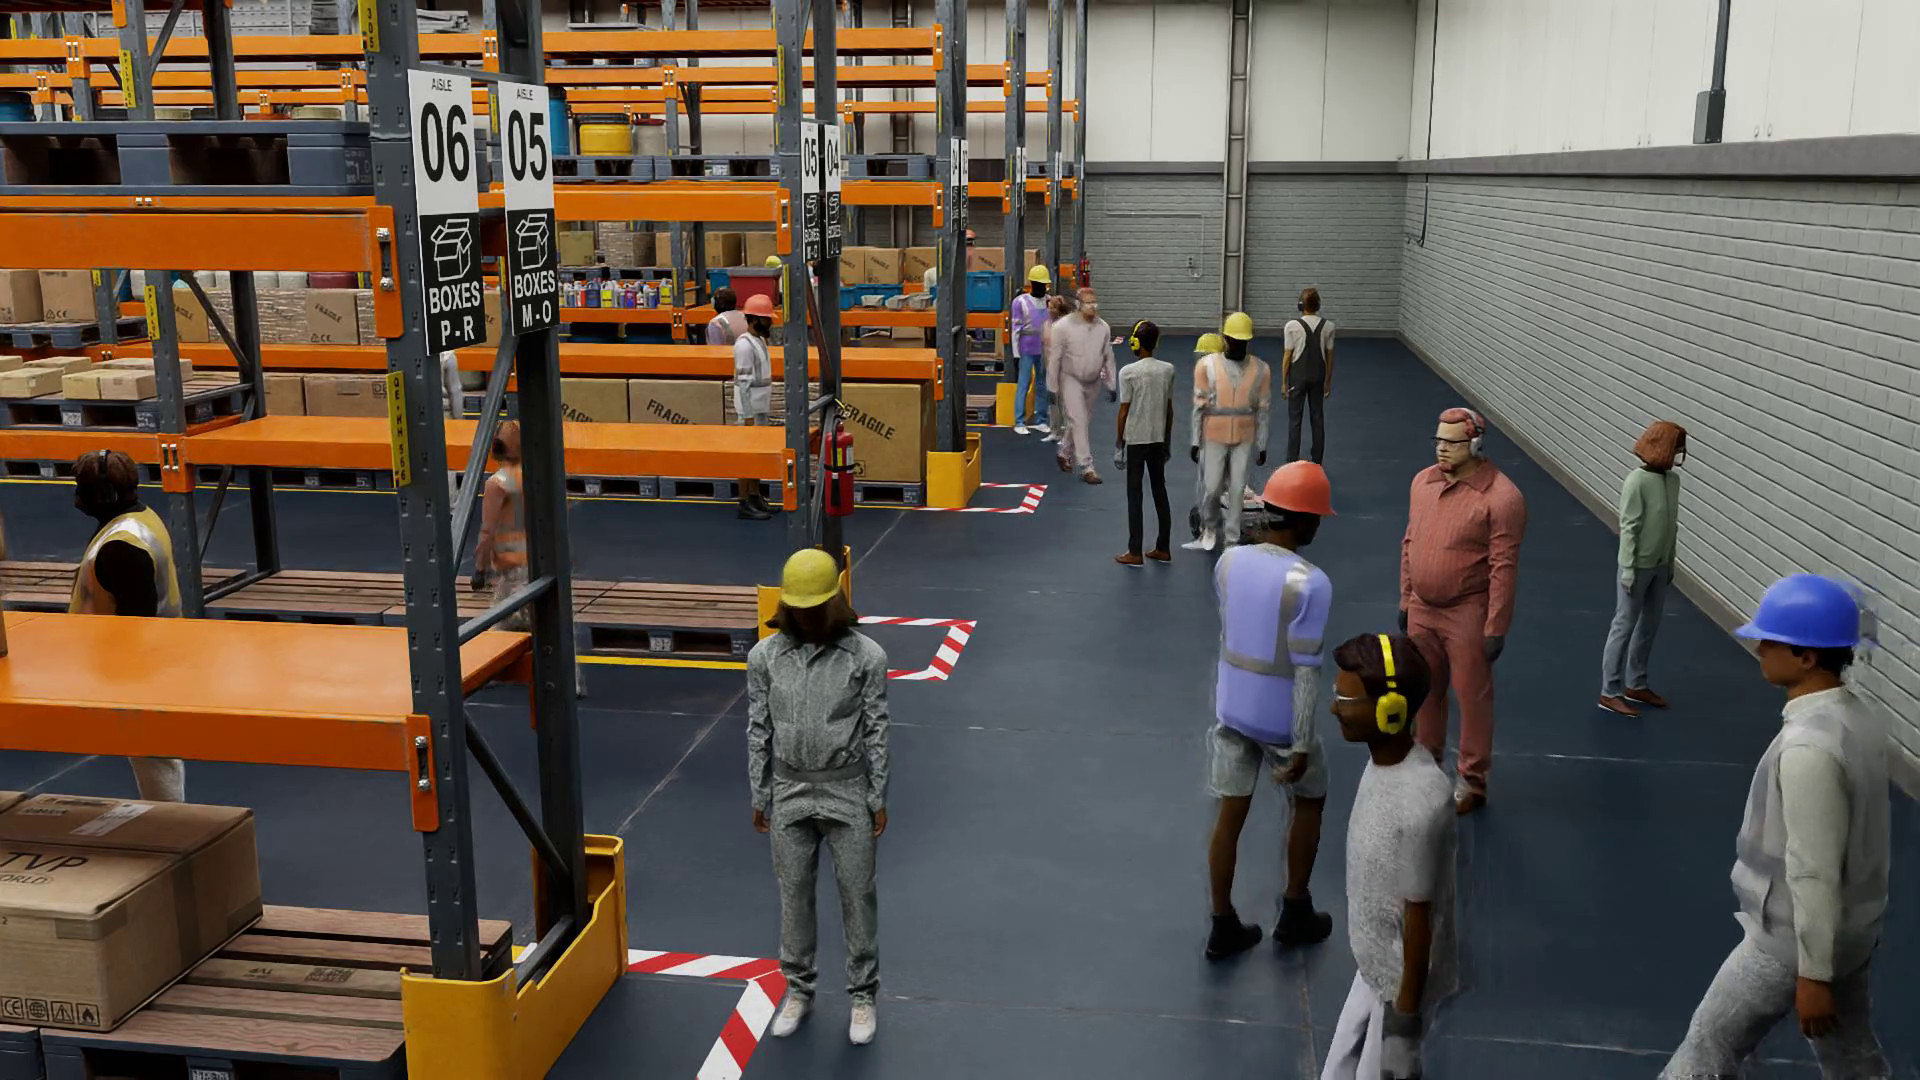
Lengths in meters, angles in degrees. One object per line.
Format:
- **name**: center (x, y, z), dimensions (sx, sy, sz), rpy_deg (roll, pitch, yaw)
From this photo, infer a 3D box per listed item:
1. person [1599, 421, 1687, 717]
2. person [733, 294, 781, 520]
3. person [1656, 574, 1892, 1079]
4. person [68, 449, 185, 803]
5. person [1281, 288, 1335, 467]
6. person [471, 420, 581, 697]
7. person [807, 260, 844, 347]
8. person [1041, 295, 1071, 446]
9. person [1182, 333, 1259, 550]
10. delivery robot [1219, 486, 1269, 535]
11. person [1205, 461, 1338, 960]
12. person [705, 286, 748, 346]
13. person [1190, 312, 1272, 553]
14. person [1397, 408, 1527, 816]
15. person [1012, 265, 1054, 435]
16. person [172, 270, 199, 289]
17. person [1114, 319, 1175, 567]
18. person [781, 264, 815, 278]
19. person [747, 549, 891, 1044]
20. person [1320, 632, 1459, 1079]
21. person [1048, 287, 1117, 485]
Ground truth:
- **person**: center (3.776, 0.152, 9.142), dimensions (0.503, 1.628, 0.279), rpy_deg (-9, 16, -36)
- **person**: center (-1.735, -1.138, 14.276), dimensions (0.385, 1.929, 0.547), rpy_deg (2, 13, 11)
- **person**: center (2.201, 1.019, 4.570), dimensions (0.991, 1.897, 0.649), rpy_deg (10, 16, 37)
- **person**: center (-3.457, 0.529, 6.937), dimensions (0.429, 1.843, 0.627), rpy_deg (-5, 13, -21)
- **person**: center (3.400, -1.547, 16.327), dimensions (0.505, 1.839, 0.341), rpy_deg (-1, 13, -6)
- **person**: center (-2.532, 0.119, 9.341), dimensions (0.856, 1.586, 0.536), rpy_deg (2, 13, 9)
- **person**: center (-1.833, -2.812, 22.021), dimensions (0.636, 1.840, 0.429), rpy_deg (-8, 15, -31)
- **person**: center (1.080, -1.856, 18.190), dimensions (0.317, 1.632, 0.525), rpy_deg (-10, 16, -38)
- **person**: center (2.071, -0.760, 13.029), dimensions (0.562, 1.719, 0.514), rpy_deg (5, 13, 20)
- **delivery robot**: center (2.195, -0.278, 13.298), dimensions (0.477, 0.478, 0.707), rpy_deg (-3, 13, -14)
- **person**: center (1.202, 0.640, 6.297), dimensions (0.717, 1.905, 0.563), rpy_deg (-12, 17, -43)
- **person**: center (-2.315, -1.596, 16.530), dimensions (0.429, 1.842, 0.634), rpy_deg (7, 14, 27)
- **person**: center (2.066, -0.781, 12.688), dimensions (0.605, 1.912, 0.418), rpy_deg (0, 12, -1)
- **person**: center (2.275, 0.329, 7.719), dimensions (0.398, 1.901, 0.649), rpy_deg (-8, 15, -31)
- **person**: center (0.868, -2.147, 18.863), dimensions (0.593, 1.917, 0.400), rpy_deg (-6, 14, -25)
- **person**: center (-9.326, -2.443, 20.133), dimensions (0.376, 1.940, 0.629), rpy_deg (-4, 13, -17)
- **person**: center (1.395, -0.727, 12.582), dimensions (0.513, 1.860, 0.328), rpy_deg (-7, 14, -28)
- **person**: center (-2.281, -3.106, 22.894), dimensions (0.688, 2.000, 0.536), rpy_deg (10, 16, 39)
- **person**: center (-0.478, 0.870, 5.649), dimensions (0.491, 1.735, 0.326), rpy_deg (1, 13, 6)
- **person**: center (1.152, 1.132, 4.220), dimensions (0.522, 1.851, 0.512), rpy_deg (0, 12, 2)
- **person**: center (1.163, -1.520, 16.140), dimensions (0.661, 1.875, 0.937), rpy_deg (-7, 14, -29)
